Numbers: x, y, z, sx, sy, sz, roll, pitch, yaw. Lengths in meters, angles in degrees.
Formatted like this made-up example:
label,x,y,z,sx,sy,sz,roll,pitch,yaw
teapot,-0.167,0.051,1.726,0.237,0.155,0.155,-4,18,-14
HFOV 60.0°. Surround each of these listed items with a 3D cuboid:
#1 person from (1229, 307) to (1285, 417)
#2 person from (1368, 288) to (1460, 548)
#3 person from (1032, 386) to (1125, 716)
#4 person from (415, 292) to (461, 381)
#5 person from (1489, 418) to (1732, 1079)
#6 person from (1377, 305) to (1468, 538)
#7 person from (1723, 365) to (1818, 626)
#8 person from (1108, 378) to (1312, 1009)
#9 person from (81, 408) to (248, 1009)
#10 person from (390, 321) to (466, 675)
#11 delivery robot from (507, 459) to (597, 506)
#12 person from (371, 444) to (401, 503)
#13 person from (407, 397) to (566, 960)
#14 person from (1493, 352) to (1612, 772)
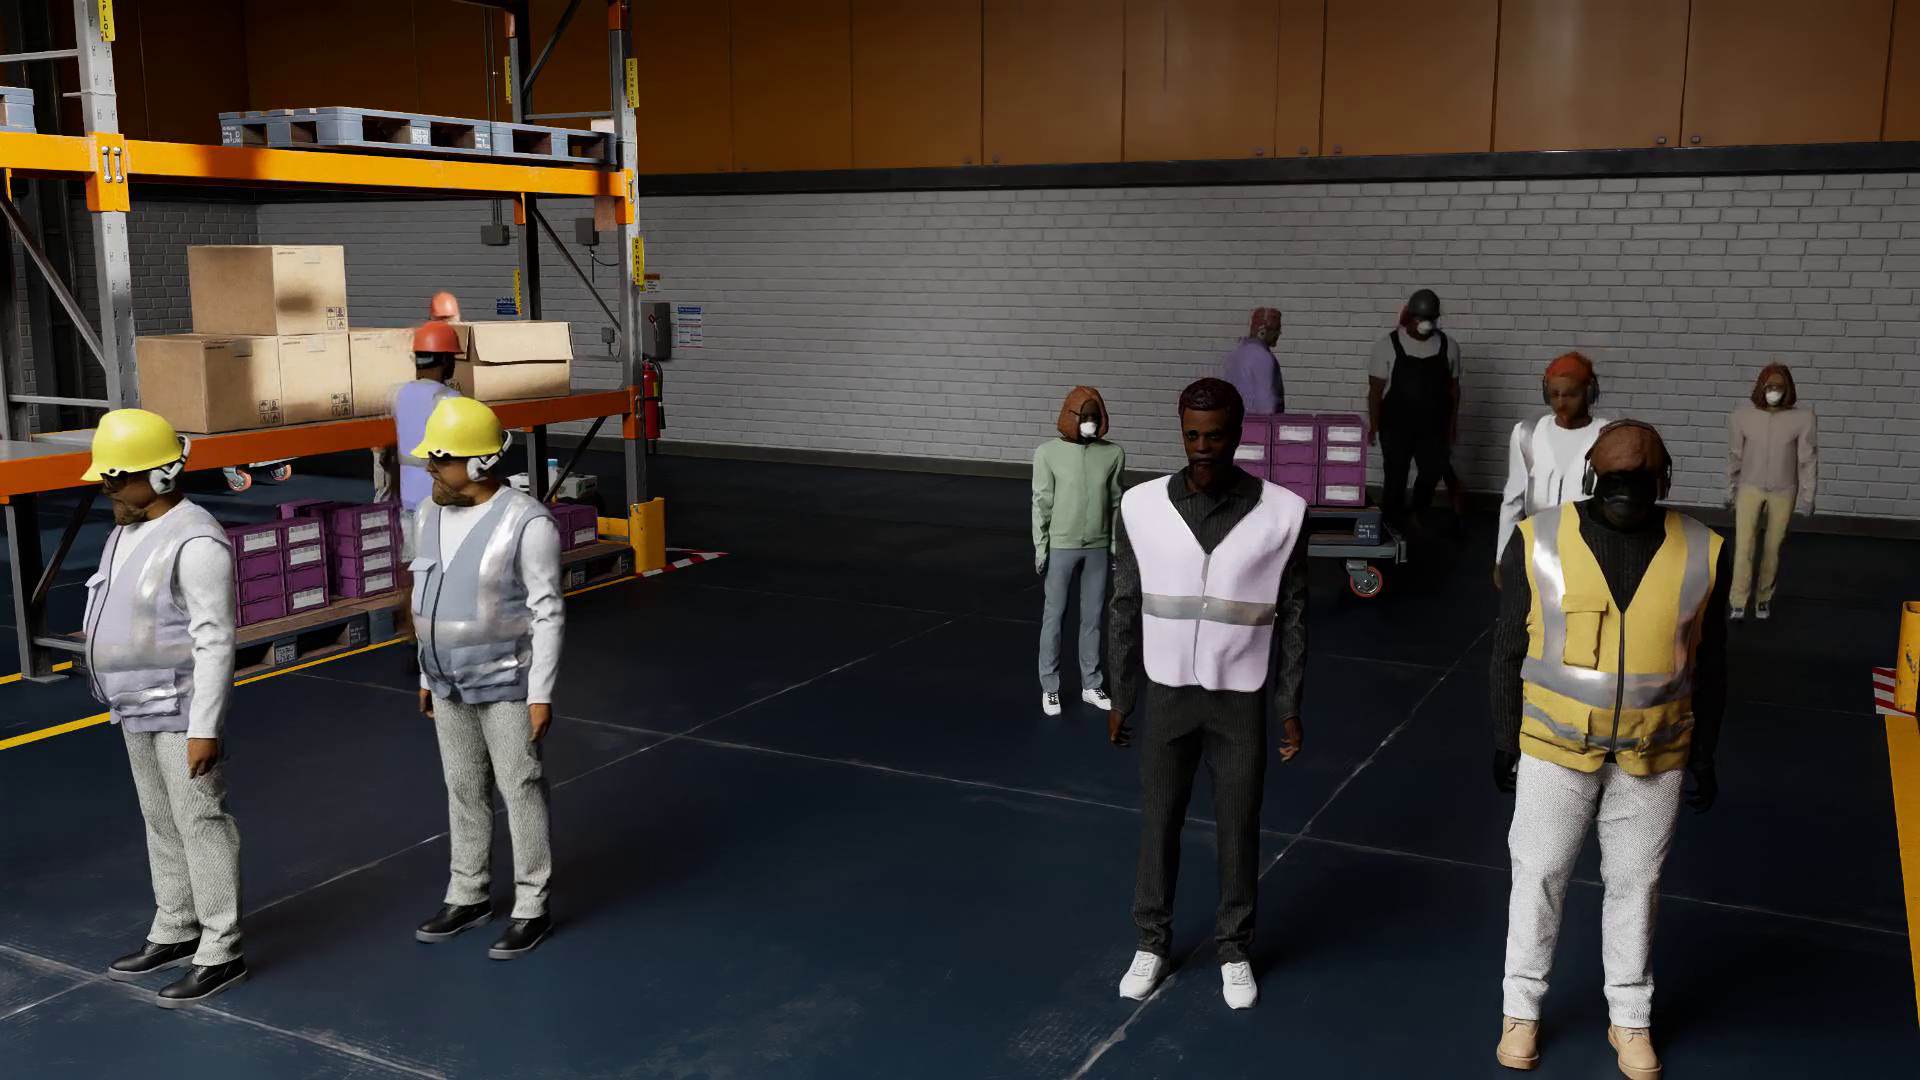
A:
label,x,y,z,sx,sy,sz,roll,pitch,yaw
person,2.161,-0.801,12.461,0.603,1.882,0.659,-1,10,-8
person,3.509,-0.947,12.860,0.714,2.000,0.576,0,10,2
person,0.591,0.051,8.263,0.497,1.632,0.289,-4,10,-20
person,-4.142,-1.027,13.510,0.626,1.972,0.593,-4,11,-24
person,1.786,0.580,4.611,0.621,1.838,0.429,2,10,13
person,3.709,-0.966,13.459,0.573,1.861,1.034,-8,13,-40
person,4.928,-0.256,10.139,0.517,1.592,0.842,4,11,23
person,0.748,0.462,5.055,0.597,1.916,0.371,2,10,12
person,-2.430,0.505,5.082,0.587,1.823,0.403,8,13,40
person,-2.815,-0.233,9.092,0.562,1.913,0.669,5,11,27
delivery robot,-3.412,-0.435,13.916,0.707,0.478,0.477,2,10,14
person,-4.193,-0.650,12.300,0.310,1.640,0.514,0,10,3
person,-1.553,0.447,5.402,0.592,1.828,0.404,5,11,29
person,2.647,0.111,7.284,0.707,1.848,0.798,8,12,38
